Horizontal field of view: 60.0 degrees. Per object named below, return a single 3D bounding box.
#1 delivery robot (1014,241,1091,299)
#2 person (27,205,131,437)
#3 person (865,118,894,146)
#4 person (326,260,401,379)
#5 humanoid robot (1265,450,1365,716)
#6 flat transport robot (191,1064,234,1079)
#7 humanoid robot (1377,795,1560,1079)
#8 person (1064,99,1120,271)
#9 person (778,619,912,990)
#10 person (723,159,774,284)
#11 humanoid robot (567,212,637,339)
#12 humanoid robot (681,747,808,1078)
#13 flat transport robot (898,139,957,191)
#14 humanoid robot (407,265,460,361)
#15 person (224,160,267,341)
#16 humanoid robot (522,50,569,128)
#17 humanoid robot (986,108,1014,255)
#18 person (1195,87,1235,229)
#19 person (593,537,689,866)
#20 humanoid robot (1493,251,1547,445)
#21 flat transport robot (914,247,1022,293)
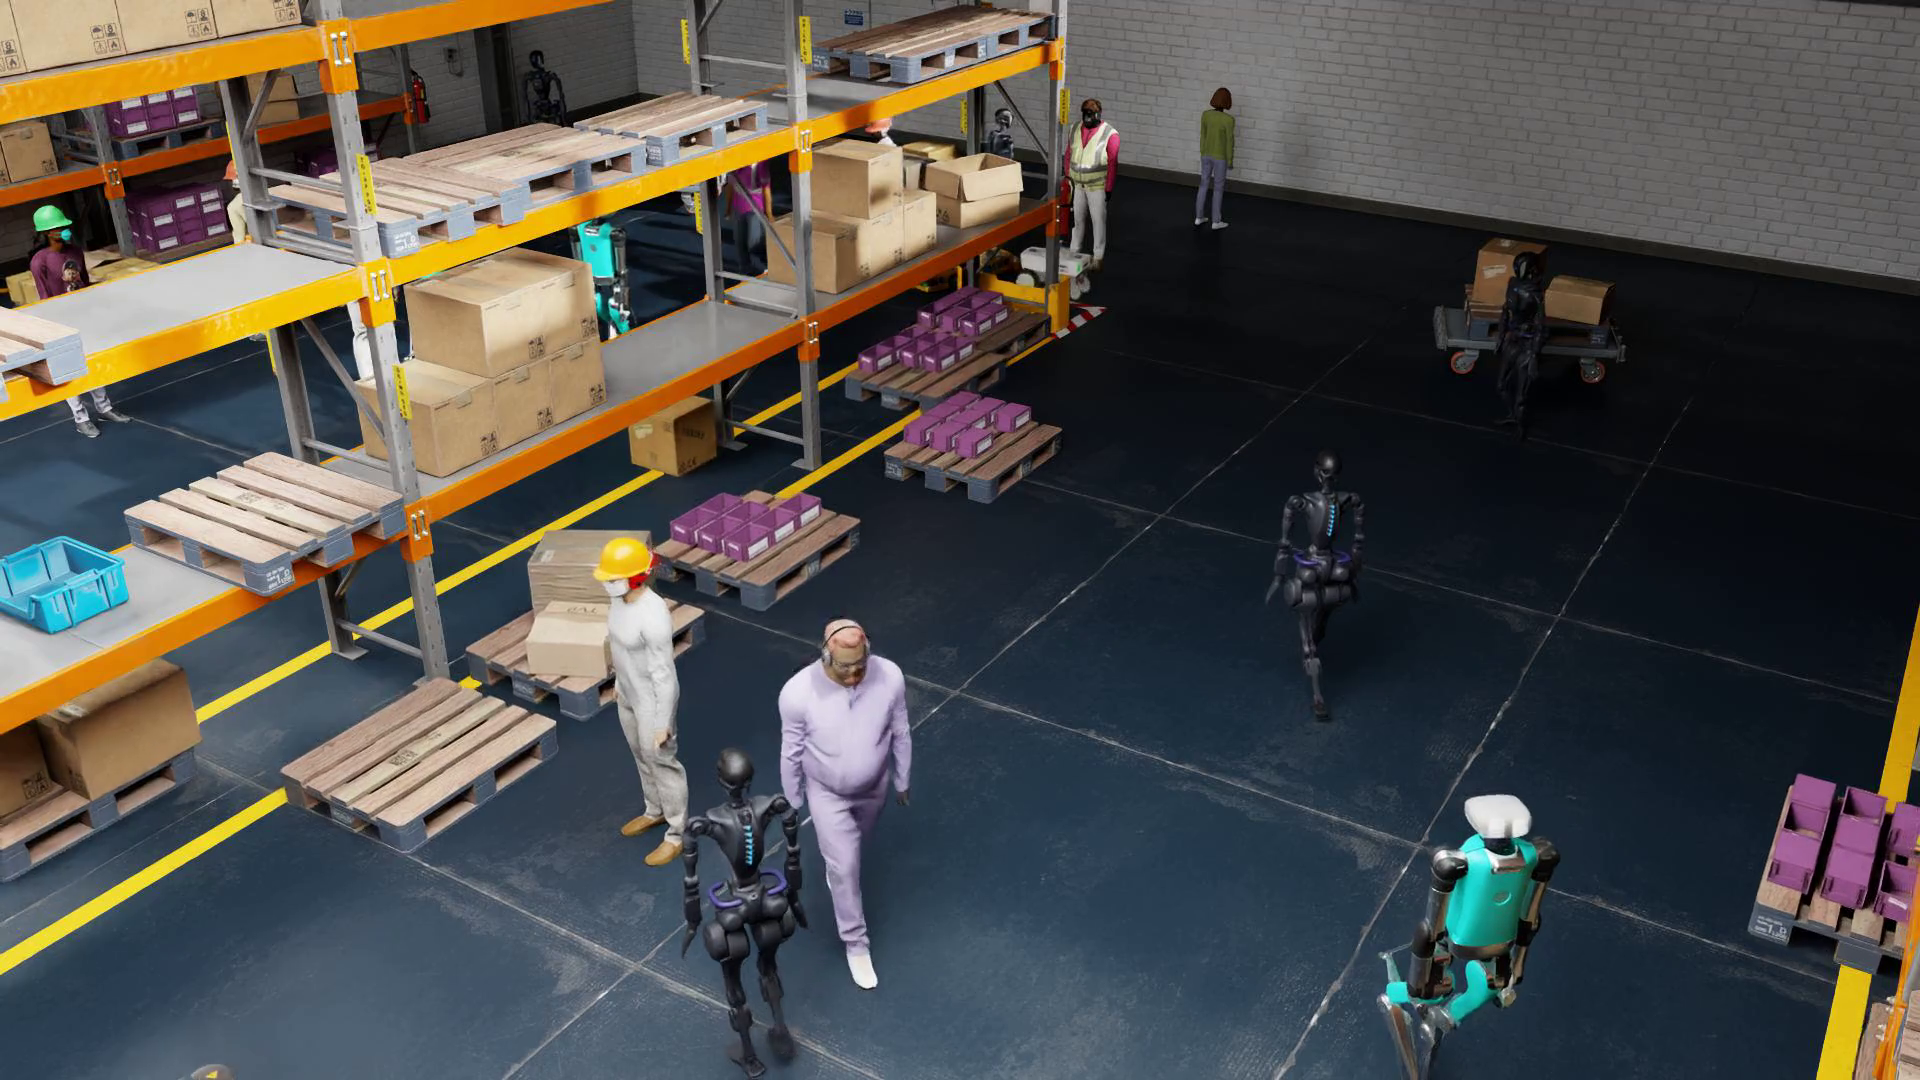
[{"bbox_3d":[0.982,-2.861,17.540,0.811,0.613,0.499,12,29,22],"label":"delivery robot"},{"bbox_3d":[-7.470,-1.852,13.987,0.417,1.955,0.493,10,29,19],"label":"person"},{"bbox_3d":[-0.834,-3.790,18.051,0.444,1.732,0.542,5,27,10],"label":"person"},{"bbox_3d":[-5.267,-2.227,14.767,0.622,1.925,0.386,-1,27,-1],"label":"person"},{"bbox_3d":[2.206,0.236,10.251,0.608,1.626,0.797,-5,27,-10],"label":"humanoid robot"},{"bbox_3d":[-3.552,2.736,6.806,0.659,0.231,1.431,23,35,38],"label":"flat transport robot"},{"bbox_3d":[2.079,1.806,7.144,0.541,1.910,0.727,-5,27,-10],"label":"humanoid robot"},{"bbox_3d":[1.397,-3.860,18.069,0.624,1.844,0.429,15,31,28],"label":"person"},{"bbox_3d":[-0.563,1.161,8.161,0.646,1.857,0.959,-12,29,-22],"label":"person"},{"bbox_3d":[-2.186,-3.471,17.311,0.556,1.833,0.481,15,31,28],"label":"person"},{"bbox_3d":[-3.095,-2.140,14.911,0.550,1.896,0.716,7,28,14],"label":"humanoid robot"},{"bbox_3d":[-0.951,1.657,7.385,0.584,1.648,0.343,-14,30,-25],"label":"humanoid robot"},{"bbox_3d":[-0.335,-3.709,19.507,1.431,0.231,0.659,22,34,36],"label":"flat transport robot"},{"bbox_3d":[-4.477,-1.694,13.953,0.562,1.794,0.845,23,35,37],"label":"humanoid robot"},{"bbox_3d":[-6.813,-2.797,16.068,0.334,1.748,0.571,8,28,15],"label":"person"},{"bbox_3d":[-5.306,-5.442,21.369,0.598,1.650,0.452,4,27,9],"label":"humanoid robot"},{"bbox_3d":[0.404,-3.943,18.426,0.415,1.639,0.612,-15,30,-27],"label":"humanoid robot"},{"bbox_3d":[3.008,-4.488,19.542,0.286,1.625,0.496,-22,34,-37],"label":"person"},{"bbox_3d":[-1.677,0.831,8.775,0.380,1.888,0.568,-18,32,-31],"label":"person"},{"bbox_3d":[4.686,-1.617,13.840,0.434,1.644,0.611,-7,28,-14],"label":"humanoid robot"},{"bbox_3d":[-0.011,-2.979,18.069,1.431,0.231,0.659,-22,34,-36],"label":"flat transport robot"}]
